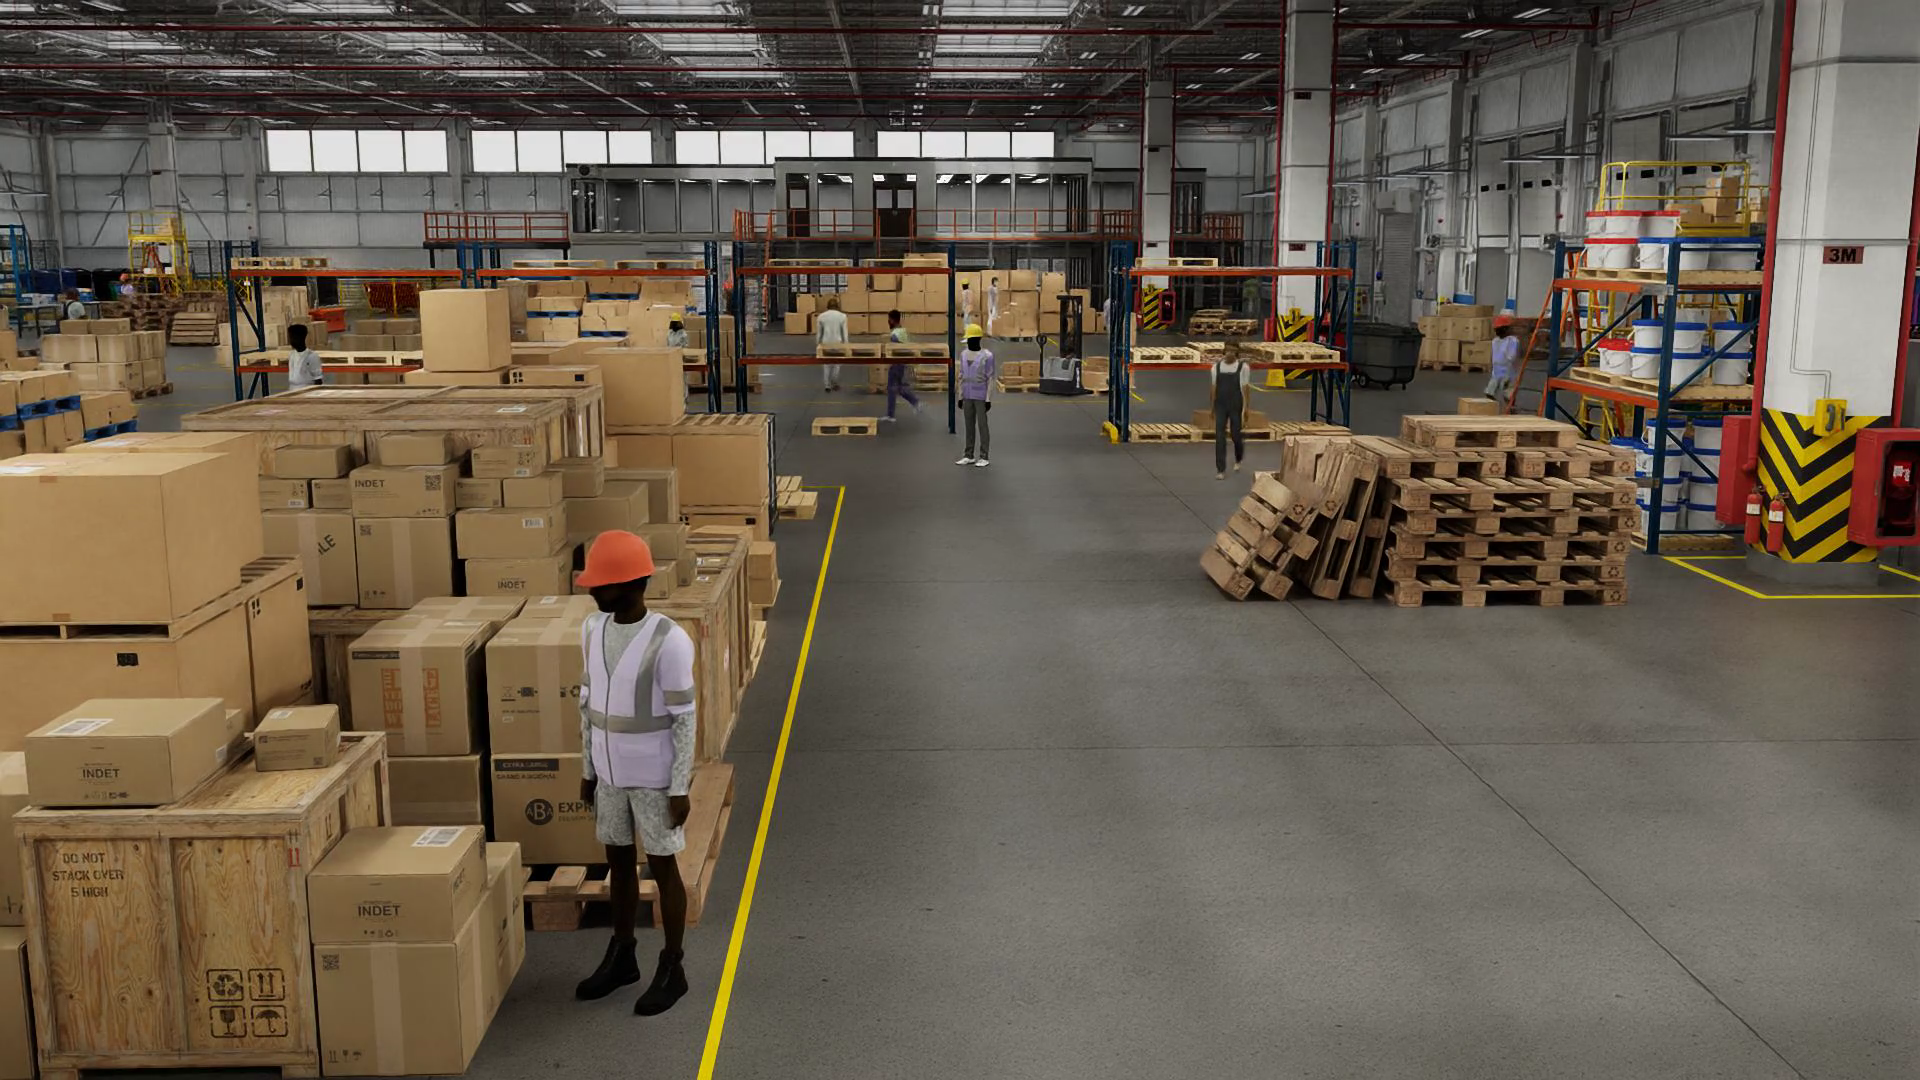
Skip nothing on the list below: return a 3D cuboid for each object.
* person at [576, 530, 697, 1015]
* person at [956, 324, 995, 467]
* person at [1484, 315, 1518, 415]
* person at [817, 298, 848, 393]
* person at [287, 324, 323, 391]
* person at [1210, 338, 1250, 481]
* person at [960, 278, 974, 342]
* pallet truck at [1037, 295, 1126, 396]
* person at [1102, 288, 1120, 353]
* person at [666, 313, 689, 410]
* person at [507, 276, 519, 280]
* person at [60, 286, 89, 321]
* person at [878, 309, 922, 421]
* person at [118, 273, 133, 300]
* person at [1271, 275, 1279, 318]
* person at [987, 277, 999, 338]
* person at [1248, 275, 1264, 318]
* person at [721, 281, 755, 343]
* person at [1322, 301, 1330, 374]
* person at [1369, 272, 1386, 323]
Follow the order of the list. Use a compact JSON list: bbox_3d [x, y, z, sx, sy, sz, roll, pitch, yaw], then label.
[{"bbox_3d":[-1.292,0.910,6.553,0.545,1.933,0.376,6,12,32],"label":"person"},{"bbox_3d":[0.202,-1.954,22.524,0.588,1.927,0.370,8,13,39],"label":"person"},{"bbox_3d":[8.294,-2.514,25.694,0.893,1.896,0.557,-5,12,-28],"label":"person"},{"bbox_3d":[-2.572,-3.948,33.710,0.655,1.892,0.832,1,10,4],"label":"person"},{"bbox_3d":[-8.655,-1.871,21.949,0.613,1.963,0.361,7,12,35],"label":"person"},{"bbox_3d":[3.476,-1.697,21.395,0.510,1.820,0.771,4,11,20],"label":"person"},{"bbox_3d":[0.188,-6.934,50.273,0.386,1.922,0.594,5,11,26],"label":"person"},{"bbox_3d":[2.483,-3.881,33.060,1.885,1.965,0.823,-7,13,-36],"label":"pallet truck"},{"bbox_3d":[4.000,-5.568,42.928,0.664,1.829,0.492,0,10,-2],"label":"person"},{"bbox_3d":[-5.125,-3.221,30.087,0.491,1.746,0.284,5,11,26],"label":"person"},{"bbox_3d":[-17.982,-9.903,66.922,0.583,1.882,0.338,2,10,12],"label":"person"},{"bbox_3d":[-20.891,-5.004,39.198,0.685,2.000,1.002,6,12,32],"label":"person"},{"bbox_3d":[-1.026,-2.953,28.164,0.647,1.901,0.600,3,10,14],"label":"person"},{"bbox_3d":[-26.891,-7.618,53.780,0.632,2.031,0.534,7,13,36],"label":"person"},{"bbox_3d":[11.457,-8.763,60.422,0.361,1.938,0.545,3,11,17],"label":"person"},{"bbox_3d":[1.050,-7.298,52.274,0.371,1.935,0.629,3,11,17],"label":"person"},{"bbox_3d":[11.748,-9.693,65.961,0.646,1.805,0.883,10,14,43],"label":"person"},{"bbox_3d":[-6.388,-6.422,47.458,1.083,1.929,0.655,-3,11,-17],"label":"person"},{"bbox_3d":[8.367,-4.656,38.215,0.540,1.697,0.316,-1,10,-3],"label":"person"},{"bbox_3d":[15.004,-8.639,59.706,0.618,1.944,0.397,7,12,33],"label":"person"}]
